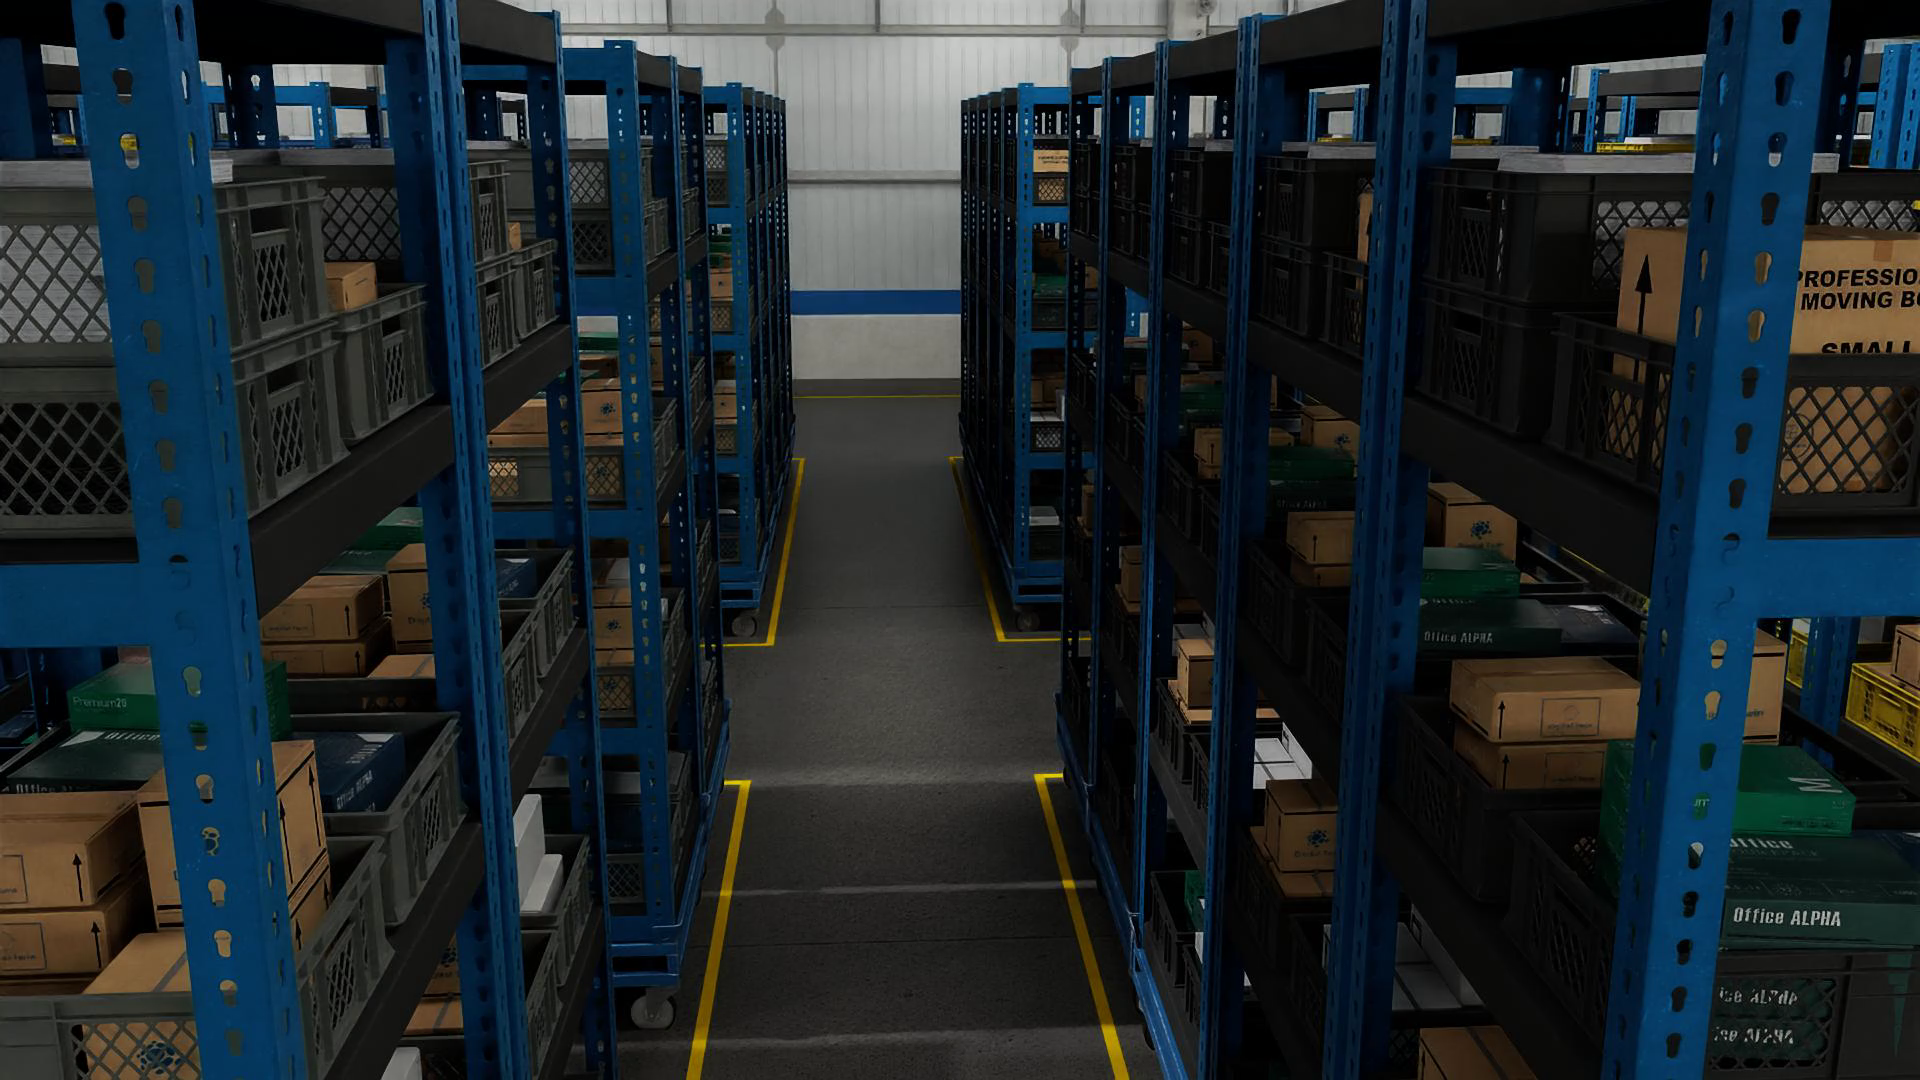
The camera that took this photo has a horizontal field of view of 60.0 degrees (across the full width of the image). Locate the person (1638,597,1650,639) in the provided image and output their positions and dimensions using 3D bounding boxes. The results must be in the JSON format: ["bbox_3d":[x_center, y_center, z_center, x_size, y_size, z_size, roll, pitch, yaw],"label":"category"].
[{"bbox_3d":[2.550,0.982,6.079,0.590,1.783,0.925,-2,14,-8],"label":"person"}]
